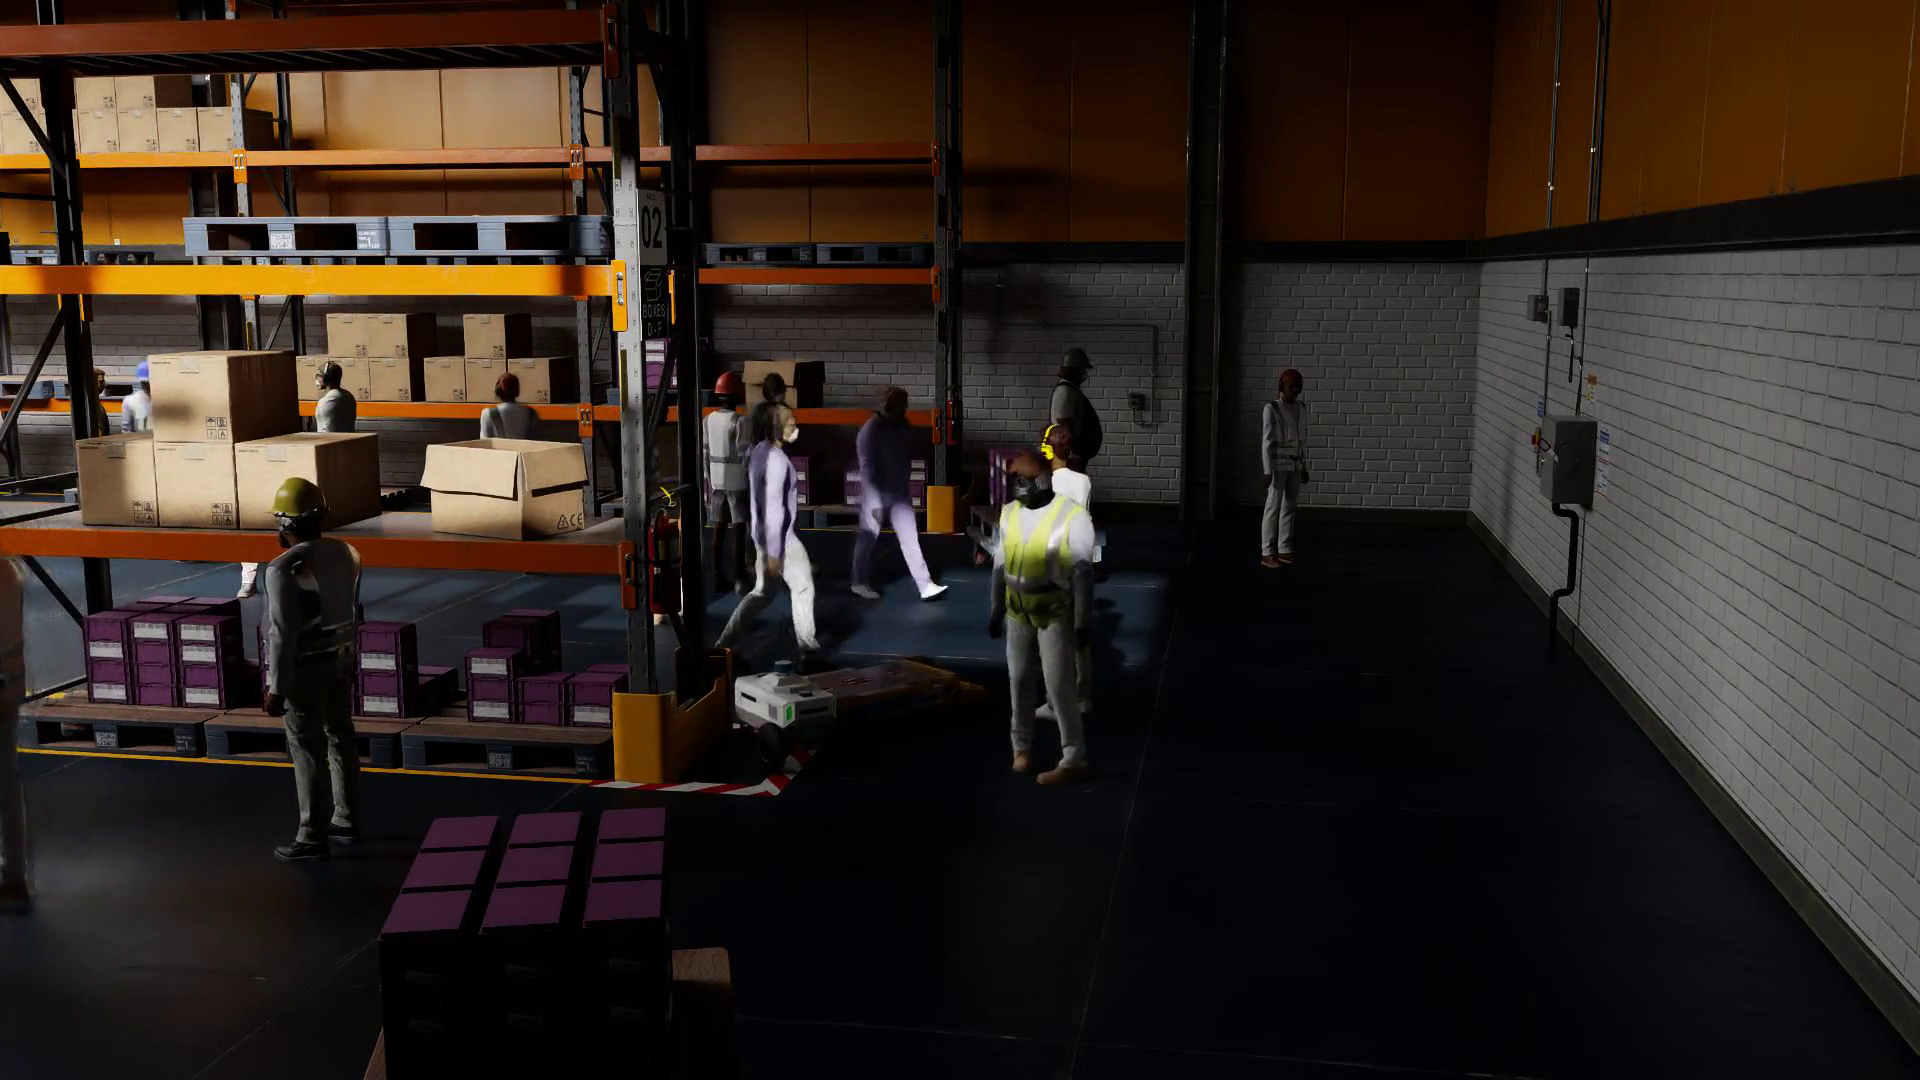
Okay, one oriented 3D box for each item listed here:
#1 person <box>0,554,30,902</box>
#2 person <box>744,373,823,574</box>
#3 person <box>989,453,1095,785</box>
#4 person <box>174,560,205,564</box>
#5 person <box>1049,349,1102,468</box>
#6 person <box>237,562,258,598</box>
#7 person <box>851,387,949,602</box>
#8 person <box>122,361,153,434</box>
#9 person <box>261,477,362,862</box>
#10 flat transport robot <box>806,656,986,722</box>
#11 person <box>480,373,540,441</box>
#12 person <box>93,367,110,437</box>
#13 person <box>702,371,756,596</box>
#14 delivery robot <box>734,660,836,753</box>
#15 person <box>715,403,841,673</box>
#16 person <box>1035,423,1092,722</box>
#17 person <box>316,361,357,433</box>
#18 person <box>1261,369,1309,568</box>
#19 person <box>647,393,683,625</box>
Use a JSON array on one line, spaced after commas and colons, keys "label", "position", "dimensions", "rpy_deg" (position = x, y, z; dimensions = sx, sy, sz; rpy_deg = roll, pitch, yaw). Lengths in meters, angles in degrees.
[{"label": "person", "position": [-4.409, 0.722, 7.285], "dimensions": [0.580, 1.821, 0.633], "rpy_deg": [0, 9, 3]}, {"label": "person", "position": [-1.693, -0.583, 15.200], "dimensions": [1.004, 1.878, 0.652], "rpy_deg": [6, 11, 35]}, {"label": "person", "position": [0.452, 0.418, 9.222], "dimensions": [0.689, 1.816, 0.437], "rpy_deg": [8, 12, 41]}, {"label": "person", "position": [-7.420, -0.682, 15.981], "dimensions": [0.404, 1.825, 0.592], "rpy_deg": [0, 9, 1]}, {"label": "person", "position": [1.166, -0.916, 16.767], "dimensions": [0.535, 2.000, 0.699], "rpy_deg": [1, 9, 5]}, {"label": "person", "position": [-6.014, -0.495, 14.321], "dimensions": [0.608, 1.989, 0.386], "rpy_deg": [-2, 9, -14]}, {"label": "person", "position": [-0.568, -0.366, 14.003], "dimensions": [1.033, 1.842, 0.693], "rpy_deg": [8, 12, 42]}, {"label": "person", "position": [-8.134, -0.854, 16.834], "dimensions": [0.599, 1.884, 1.027], "rpy_deg": [-1, 9, -9]}, {"label": "person", "position": [-3.095, 0.613, 7.927], "dimensions": [0.404, 1.833, 0.588], "rpy_deg": [3, 10, 16]}, {"label": "flat transport robot", "position": [-0.583, 0.972, 10.525], "dimensions": [1.431, 0.197, 0.652], "rpy_deg": [-8, 12, -40]}, {"label": "person", "position": [-4.191, -0.642, 15.637], "dimensions": [0.586, 1.859, 0.780], "rpy_deg": [-8, 12, -40]}, {"label": "person", "position": [-8.759, -0.828, 16.844], "dimensions": [0.507, 1.840, 0.344], "rpy_deg": [9, 13, 44]}, {"label": "person", "position": [-1.978, -0.487, 14.409], "dimensions": [0.546, 1.942, 0.348], "rpy_deg": [7, 11, 35]}, {"label": "delivery robot", "position": [-1.013, 0.937, 9.579], "dimensions": [0.477, 0.478, 0.707], "rpy_deg": [-6, 11, -34]}, {"label": "person", "position": [-1.310, 0.012, 11.532], "dimensions": [0.918, 1.918, 0.634], "rpy_deg": [-3, 10, -18]}, {"label": "person", "position": [0.618, 0.203, 10.423], "dimensions": [0.506, 1.854, 0.340], "rpy_deg": [-8, 12, -42]}, {"label": "person", "position": [-6.053, -0.766, 16.155], "dimensions": [0.372, 1.940, 0.627], "rpy_deg": [0, 9, 1]}, {"label": "person", "position": [3.092, -0.681, 15.798], "dimensions": [0.583, 1.881, 0.337], "rpy_deg": [-7, 11, -37]}, {"label": "person", "position": [-2.409, -0.249, 13.246], "dimensions": [0.430, 1.844, 0.624], "rpy_deg": [7, 12, 37]}]
